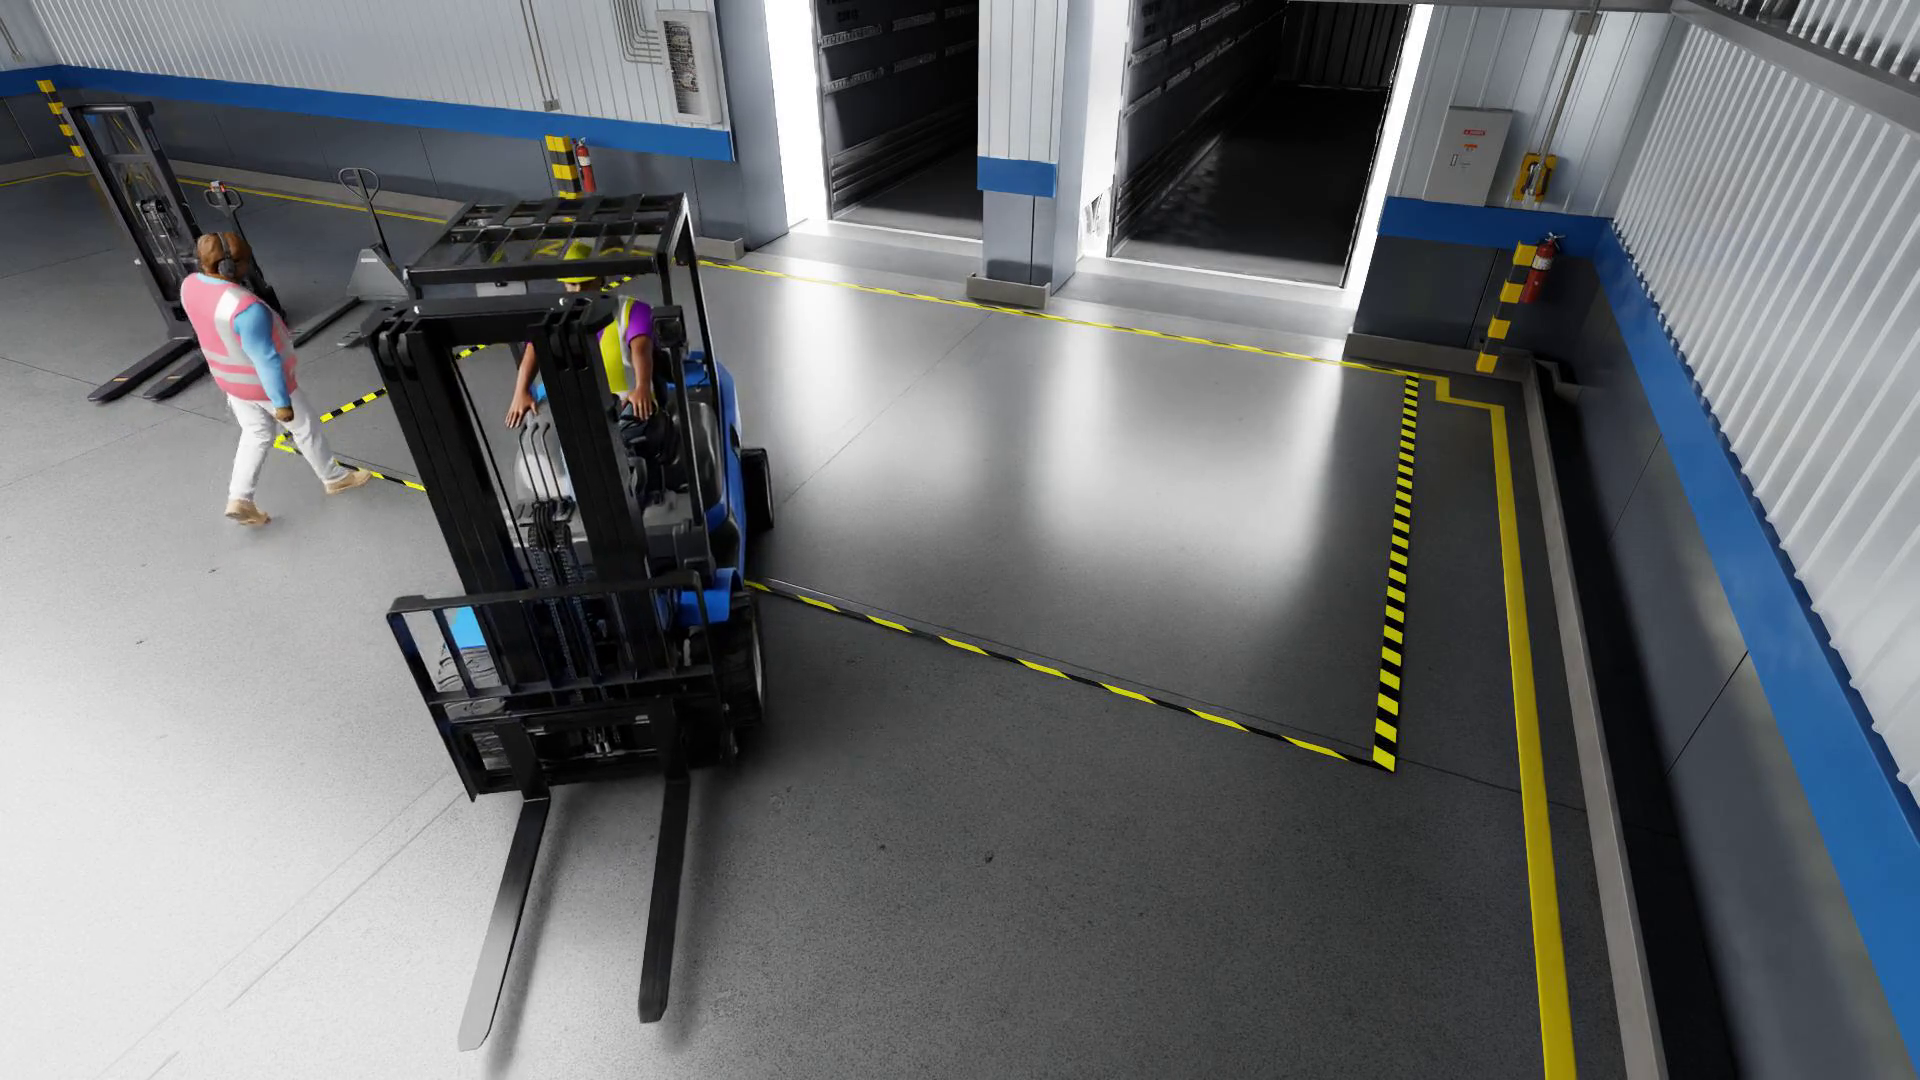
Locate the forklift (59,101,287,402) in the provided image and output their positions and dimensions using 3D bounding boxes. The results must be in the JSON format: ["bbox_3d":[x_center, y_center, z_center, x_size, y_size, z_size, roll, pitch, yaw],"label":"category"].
[{"bbox_3d":[-6.686,-2.387,7.434,0.823,1.965,1.885,-3,35,-5],"label":"forklift"}]

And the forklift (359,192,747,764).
[{"bbox_3d":[-1.729,-0.514,4.445,1.157,2.036,2.680,-5,35,-7],"label":"forklift"}]

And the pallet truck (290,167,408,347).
[{"bbox_3d":[-5.732,-2.611,8.414,0.680,1.201,1.601,-1,35,-1],"label":"pallet truck"}]

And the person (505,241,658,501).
[{"bbox_3d":[-1.727,-0.633,4.288,0.635,1.294,1.004,-5,35,-7],"label":"person"}]

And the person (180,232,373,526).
[{"bbox_3d":[-4.275,-0.930,5.539,0.677,1.793,0.900,15,38,21],"label":"person"}]
